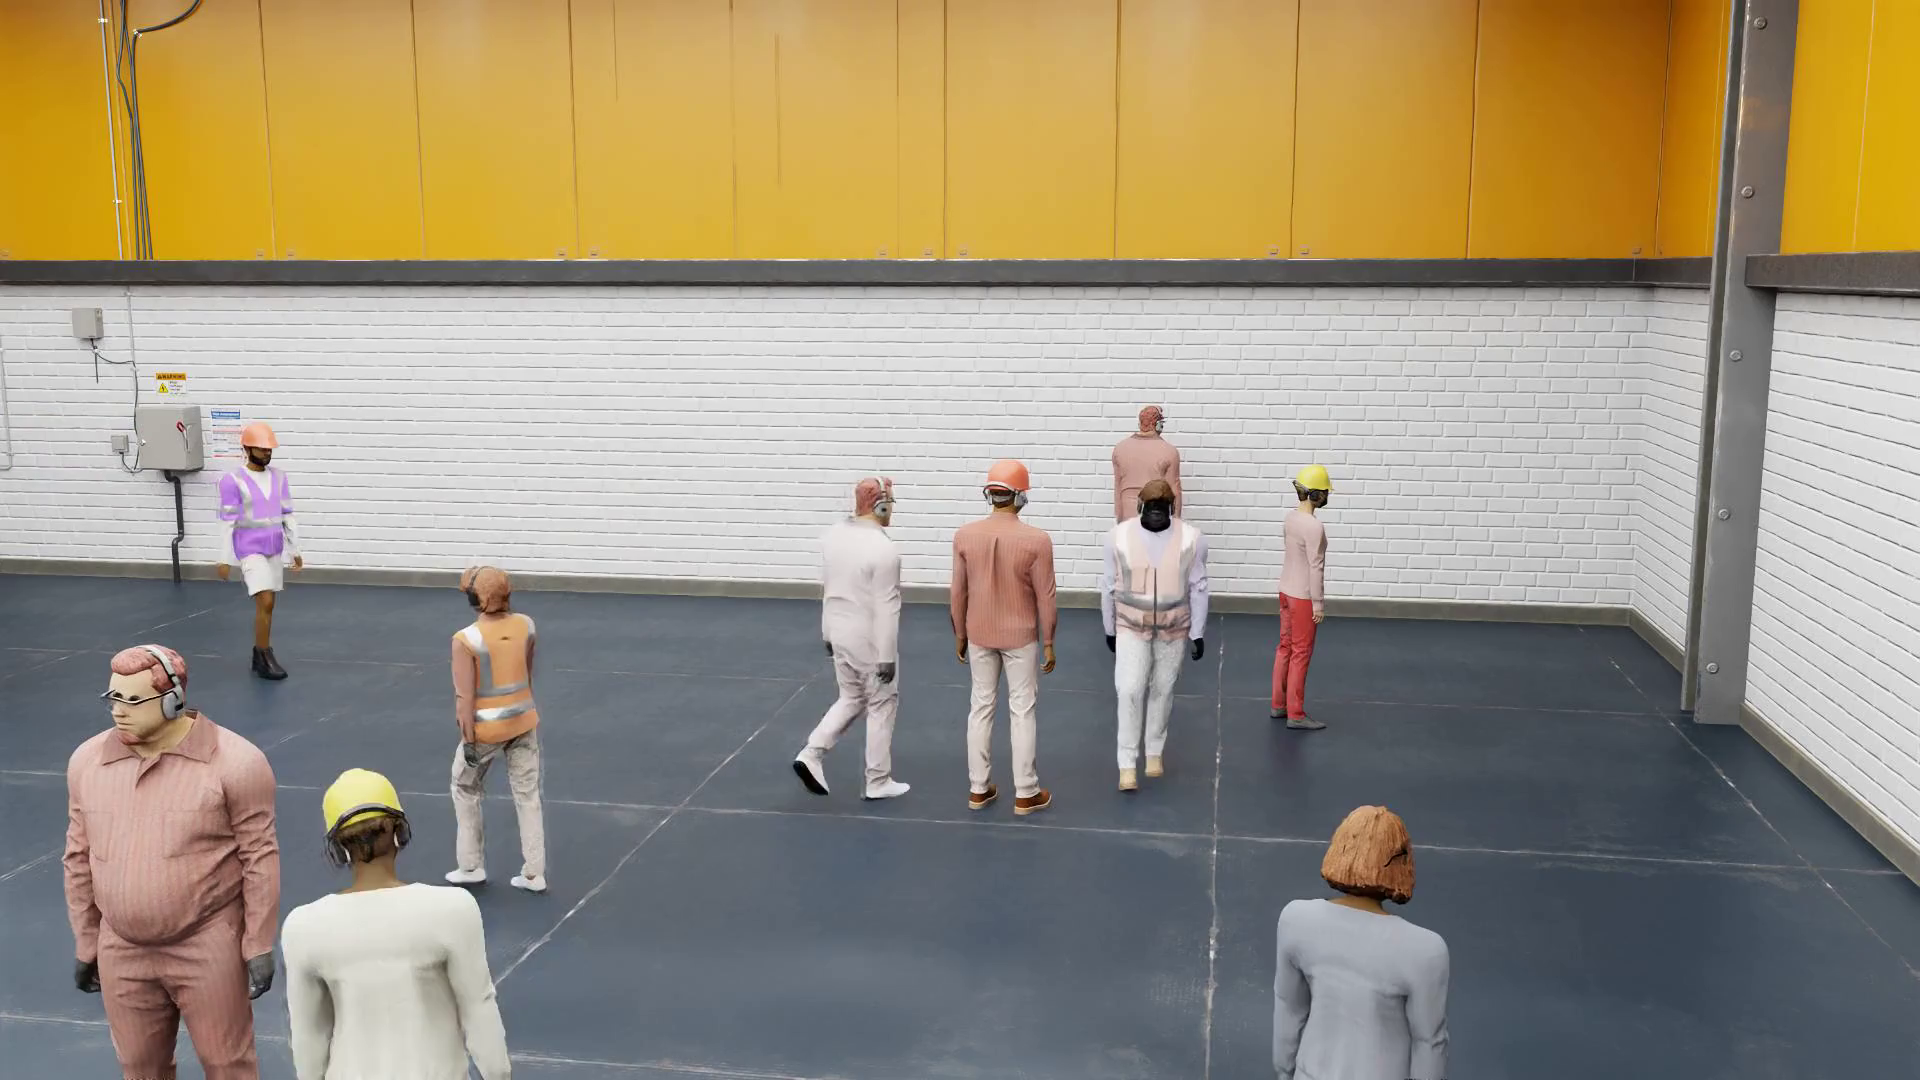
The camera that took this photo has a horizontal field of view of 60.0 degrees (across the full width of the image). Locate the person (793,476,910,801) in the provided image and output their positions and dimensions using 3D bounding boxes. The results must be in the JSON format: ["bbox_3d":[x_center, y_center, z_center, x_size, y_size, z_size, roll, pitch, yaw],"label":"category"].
[{"bbox_3d":[-0.617,0.579,9.425,0.632,1.881,0.671,-8,12,-40],"label":"person"}]

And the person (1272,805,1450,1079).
[{"bbox_3d":[1.062,1.513,4.470,0.498,1.623,0.312,8,12,42],"label":"person"}]

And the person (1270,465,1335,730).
[{"bbox_3d":[2.301,0.375,11.068,0.349,1.758,0.521,-2,9,-11],"label":"person"}]

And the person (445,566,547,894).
[{"bbox_3d":[-2.293,0.923,8.120,0.655,1.618,0.528,7,12,38],"label":"person"}]

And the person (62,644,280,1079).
[{"bbox_3d":[-2.455,1.256,5.173,0.646,1.904,0.401,0,9,1],"label":"person"}]

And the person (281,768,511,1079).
[{"bbox_3d":[-1.464,1.474,4.350,0.589,1.724,0.549,0,9,-2],"label":"person"}]

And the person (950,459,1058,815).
[{"bbox_3d":[0.258,0.537,9.332,0.623,1.989,0.401,4,10,23],"label":"person"}]

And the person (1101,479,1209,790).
[{"bbox_3d":[1.143,0.556,9.757,0.625,1.812,0.797,1,9,3],"label":"person"}]

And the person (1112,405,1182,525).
[{"bbox_3d":[1.609,-0.196,14.151,0.641,1.903,0.402,6,11,34],"label":"person"}]

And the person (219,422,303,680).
[{"bbox_3d":[-5.152,0.084,12.358,0.678,1.912,0.591,5,10,28],"label":"person"}]
